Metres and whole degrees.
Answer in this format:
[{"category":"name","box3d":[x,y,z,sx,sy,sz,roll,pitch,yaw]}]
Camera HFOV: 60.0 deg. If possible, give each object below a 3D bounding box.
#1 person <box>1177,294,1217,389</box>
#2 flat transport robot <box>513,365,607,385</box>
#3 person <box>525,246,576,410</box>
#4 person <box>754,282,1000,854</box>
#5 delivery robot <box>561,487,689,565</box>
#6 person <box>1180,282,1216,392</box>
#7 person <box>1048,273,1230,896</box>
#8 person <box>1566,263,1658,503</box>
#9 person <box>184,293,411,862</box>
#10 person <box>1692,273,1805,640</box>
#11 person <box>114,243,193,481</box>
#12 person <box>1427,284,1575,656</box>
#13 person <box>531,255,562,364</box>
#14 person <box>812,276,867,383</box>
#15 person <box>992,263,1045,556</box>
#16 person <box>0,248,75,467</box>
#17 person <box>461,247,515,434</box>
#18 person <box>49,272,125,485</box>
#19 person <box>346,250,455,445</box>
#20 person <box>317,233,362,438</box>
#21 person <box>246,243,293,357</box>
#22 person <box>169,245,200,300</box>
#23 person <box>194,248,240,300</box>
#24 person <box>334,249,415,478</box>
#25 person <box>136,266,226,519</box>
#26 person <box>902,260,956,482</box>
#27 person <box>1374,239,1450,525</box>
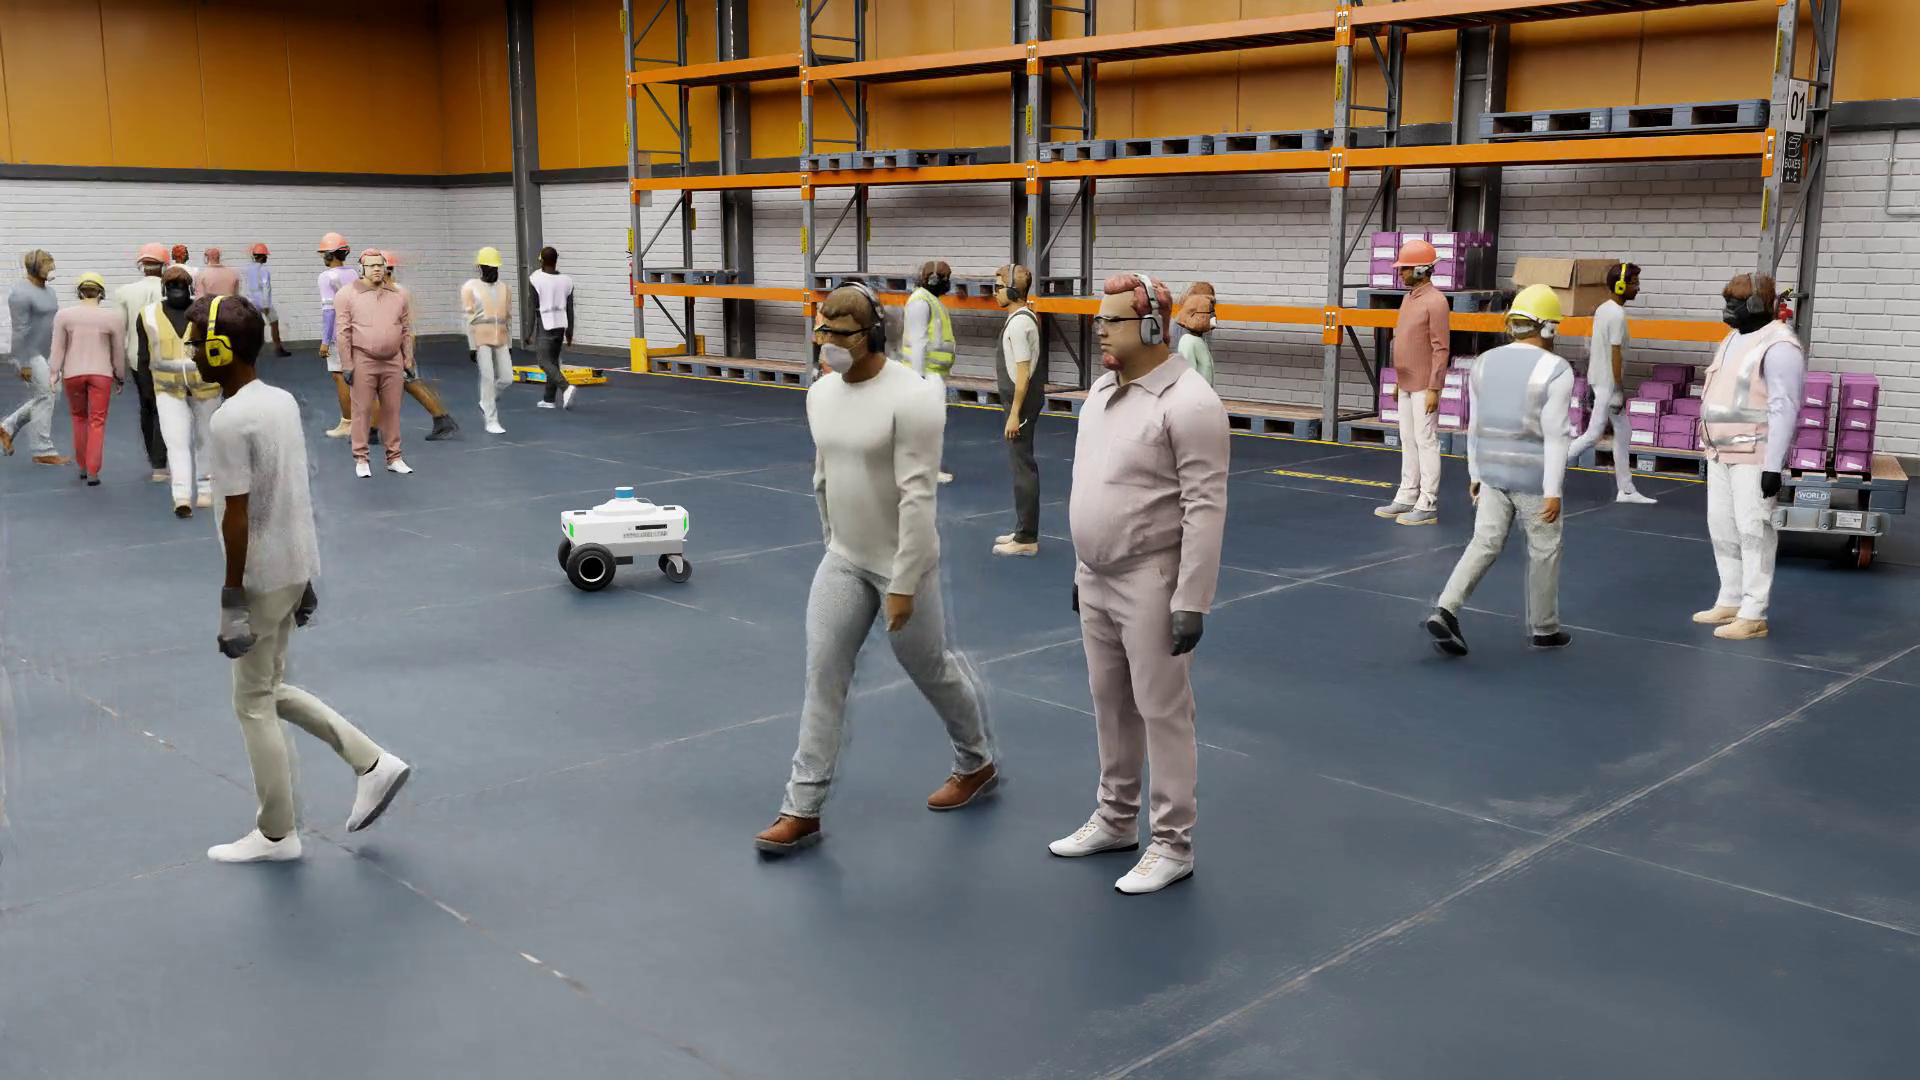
[{"category":"person","box3d":[1.576,-0.823,11.138,0.279,1.634,0.499,3,11,17]},{"category":"flat transport robot","box3d":[-5.521,-2.269,22.744,1.431,0.197,0.652,10,14,43]},{"category":"person","box3d":[-4.723,-2.457,19.329,0.802,1.897,0.595,8,13,38]},{"category":"person","box3d":[-0.251,0.075,5.613,0.634,1.889,1.017,9,14,41]},{"category":"delivery robot","box3d":[-1.949,-0.067,9.706,0.707,0.478,0.477,-4,11,-19]},{"category":"person","box3d":[2.116,-1.570,15.287,0.718,1.607,0.500,10,14,42]},{"category":"person","box3d":[0.532,0.134,5.177,0.406,1.906,0.654,-6,12,-28]},{"category":"person","box3d":[4.807,-1.162,12.508,0.905,1.838,0.536,2,11,10]},{"category":"person","box3d":[-2.157,0.142,5.319,0.541,1.847,0.508,0,10,-1]},{"category":"person","box3d":[3.969,-0.419,8.420,0.430,1.838,0.667,0,10,-2]},{"category":"person","box3d":[-6.734,-1.506,13.999,0.614,1.942,0.967,-2,11,-10]},{"category":"person","box3d":[2.621,-0.318,7.957,0.836,1.798,0.600,-7,12,-33]},{"category":"person","box3d":[-5.936,-3.295,24.077,0.591,1.833,0.404,6,12,30]},{"category":"person","box3d":[-1.027,-1.491,14.699,0.566,1.667,0.413,-1,10,-5]},{"category":"person","box3d":[0.367,-0.818,10.537,0.336,1.844,0.508,1,10,8]},{"category":"person","box3d":[-8.195,-1.589,14.580,0.666,1.919,0.626,0,10,-2]},{"category":"person","box3d":[-4.831,-2.043,17.049,0.519,1.905,0.580,9,14,42]},{"category":"person","box3d":[-7.145,-1.329,13.678,0.575,1.705,0.782,-3,11,-15]},{"category":"person","box3d":[-5.464,-1.873,16.206,1.001,1.892,0.550,-4,11,-19]},{"category":"person","box3d":[-6.208,-2.037,16.643,0.384,2.041,0.615,3,11,15]},{"category":"person","box3d":[-11.542,-3.925,27.357,0.557,1.899,0.971,7,12,32]},{"category":"person","box3d":[-11.260,-3.331,24.135,0.585,1.882,0.337,-2,11,-10]},{"category":"person","box3d":[-10.180,-3.076,22.841,1.013,1.859,0.666,8,13,38]},{"category":"person","box3d":[-4.909,-1.490,14.034,0.641,1.910,0.401,-9,14,-40]},{"category":"person","box3d":[-5.596,-1.071,12.059,0.650,1.789,0.944,-4,11,-22]},{"category":"person","box3d":[-0.262,-1.370,13.616,0.463,1.822,0.645,2,11,13]},{"category":"person","box3d":[3.203,-1.101,11.682,0.392,1.991,0.613,-2,11,-9]}]
